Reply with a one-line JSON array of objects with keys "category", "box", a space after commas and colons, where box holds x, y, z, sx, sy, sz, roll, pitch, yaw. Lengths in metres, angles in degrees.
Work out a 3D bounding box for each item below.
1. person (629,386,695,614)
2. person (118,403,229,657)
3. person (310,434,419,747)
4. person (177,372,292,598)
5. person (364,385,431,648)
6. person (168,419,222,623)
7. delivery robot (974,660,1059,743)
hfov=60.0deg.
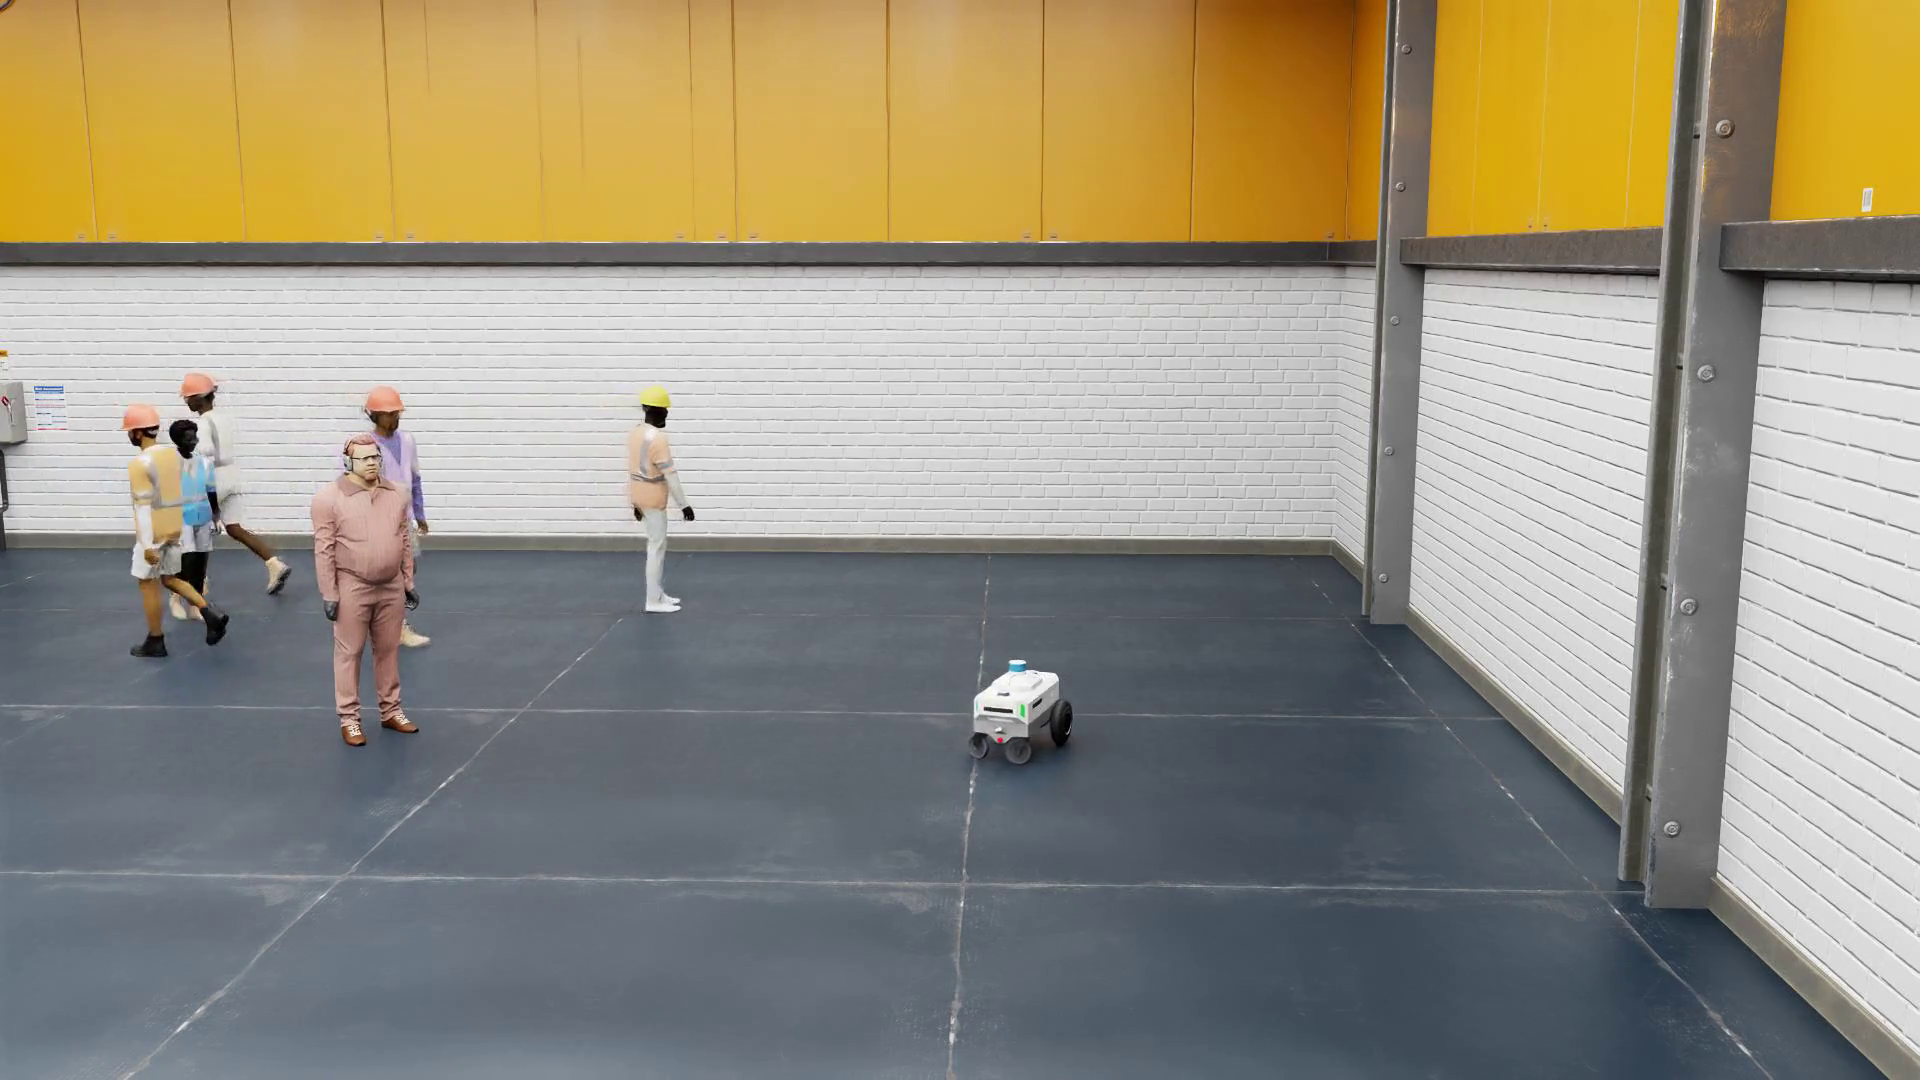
[{"category": "person", "box": [-2.525, -0.331, 13.938, 0.459, 1.917, 0.607, -5, 11, -29]}, {"category": "person", "box": [-5.890, -0.062, 12.354, 0.654, 1.921, 0.553, 2, 10, 11]}, {"category": "person", "box": [-3.647, 0.297, 10.294, 0.407, 1.909, 0.638, 8, 13, 40]}, {"category": "person", "box": [-6.420, -0.469, 14.526, 0.986, 2.006, 0.619, 0, 10, 0]}, {"category": "person", "box": [-4.428, -0.185, 12.783, 0.742, 2.029, 0.627, 5, 11, 25]}, {"category": "person", "box": [-6.251, -0.145, 13.503, 0.370, 1.683, 0.554, 5, 11, 29]}, {"category": "delivery robot", "box": [0.346, 0.969, 10.037, 0.477, 0.478, 0.707, 4, 10, 20]}]
